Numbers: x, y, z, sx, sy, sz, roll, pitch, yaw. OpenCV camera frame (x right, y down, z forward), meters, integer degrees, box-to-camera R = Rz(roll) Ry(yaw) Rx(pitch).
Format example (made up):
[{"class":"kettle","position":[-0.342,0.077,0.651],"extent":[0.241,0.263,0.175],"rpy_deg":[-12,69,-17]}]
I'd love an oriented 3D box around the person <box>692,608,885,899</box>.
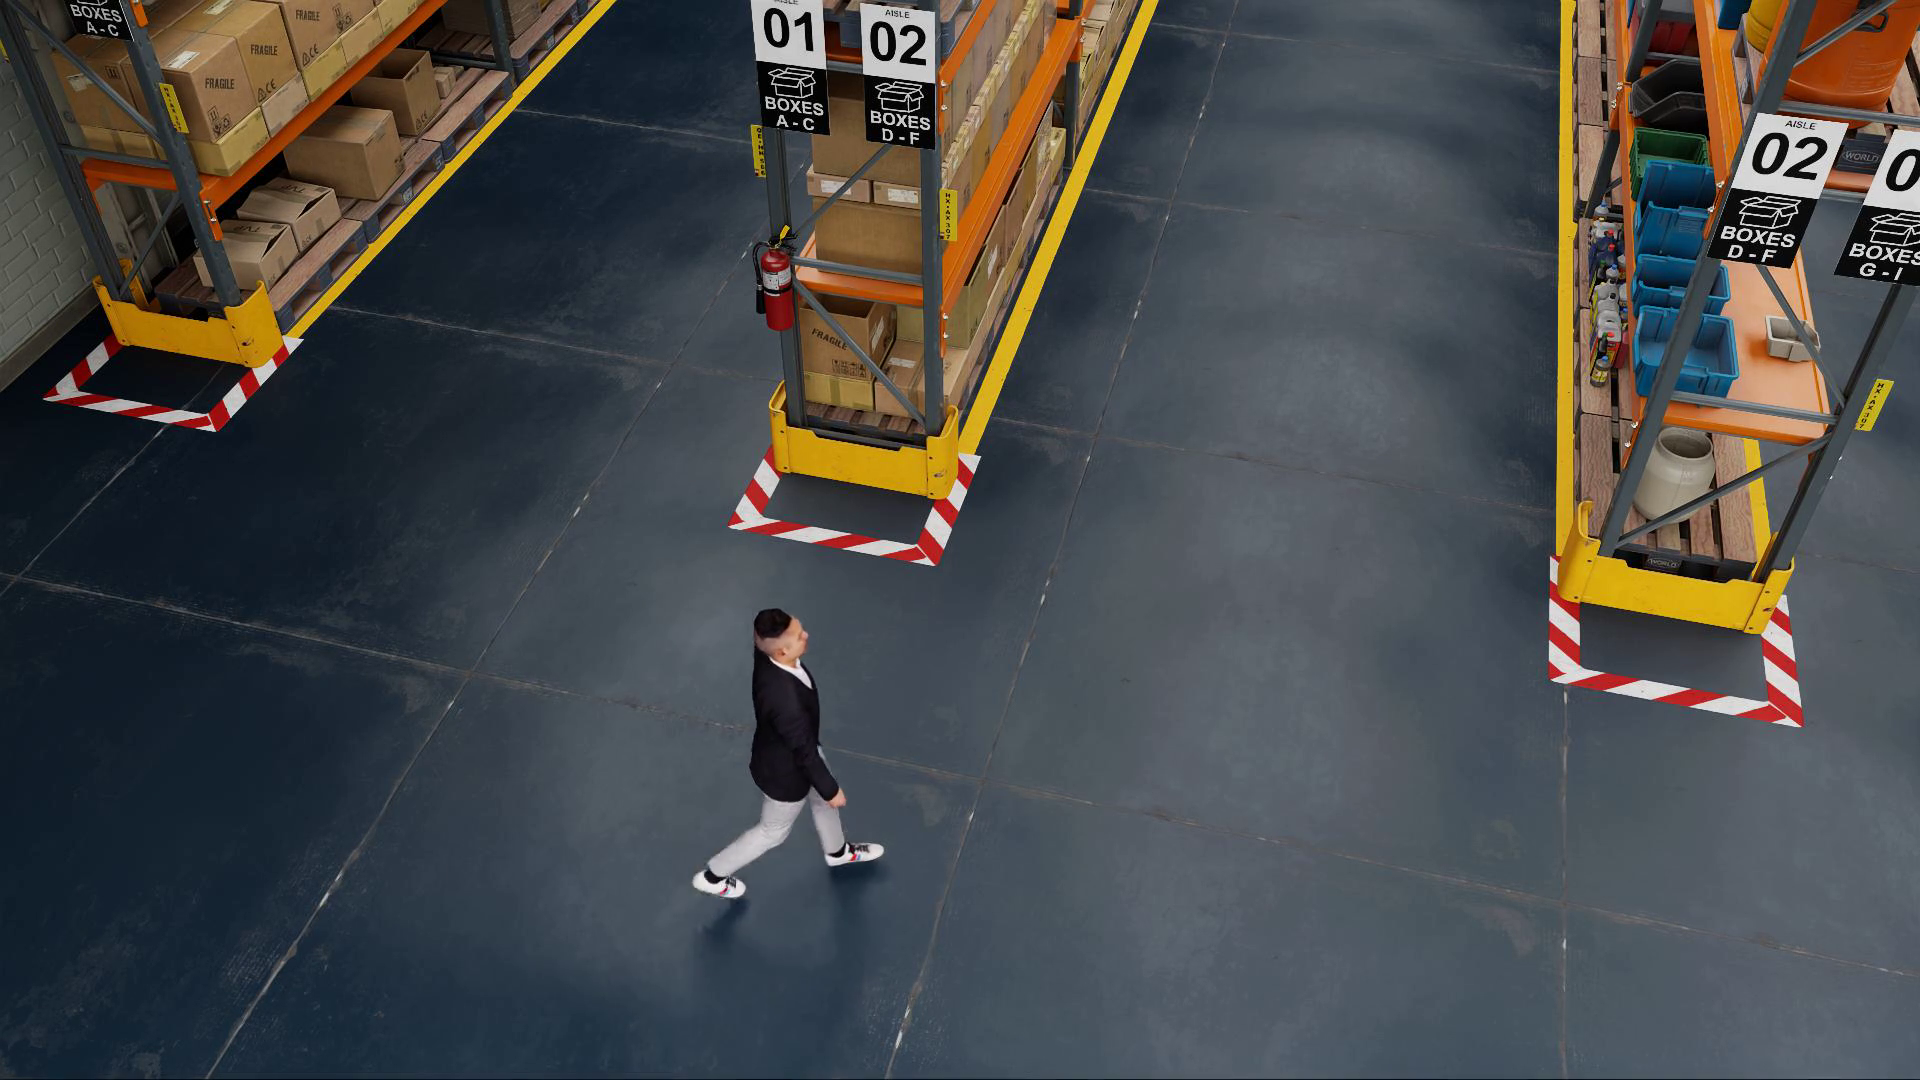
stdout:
[{"class":"person","position":[-0.896,1.034,7.728],"extent":[1.091,1.920,1.238],"rpy_deg":[-7,43,-7]}]
